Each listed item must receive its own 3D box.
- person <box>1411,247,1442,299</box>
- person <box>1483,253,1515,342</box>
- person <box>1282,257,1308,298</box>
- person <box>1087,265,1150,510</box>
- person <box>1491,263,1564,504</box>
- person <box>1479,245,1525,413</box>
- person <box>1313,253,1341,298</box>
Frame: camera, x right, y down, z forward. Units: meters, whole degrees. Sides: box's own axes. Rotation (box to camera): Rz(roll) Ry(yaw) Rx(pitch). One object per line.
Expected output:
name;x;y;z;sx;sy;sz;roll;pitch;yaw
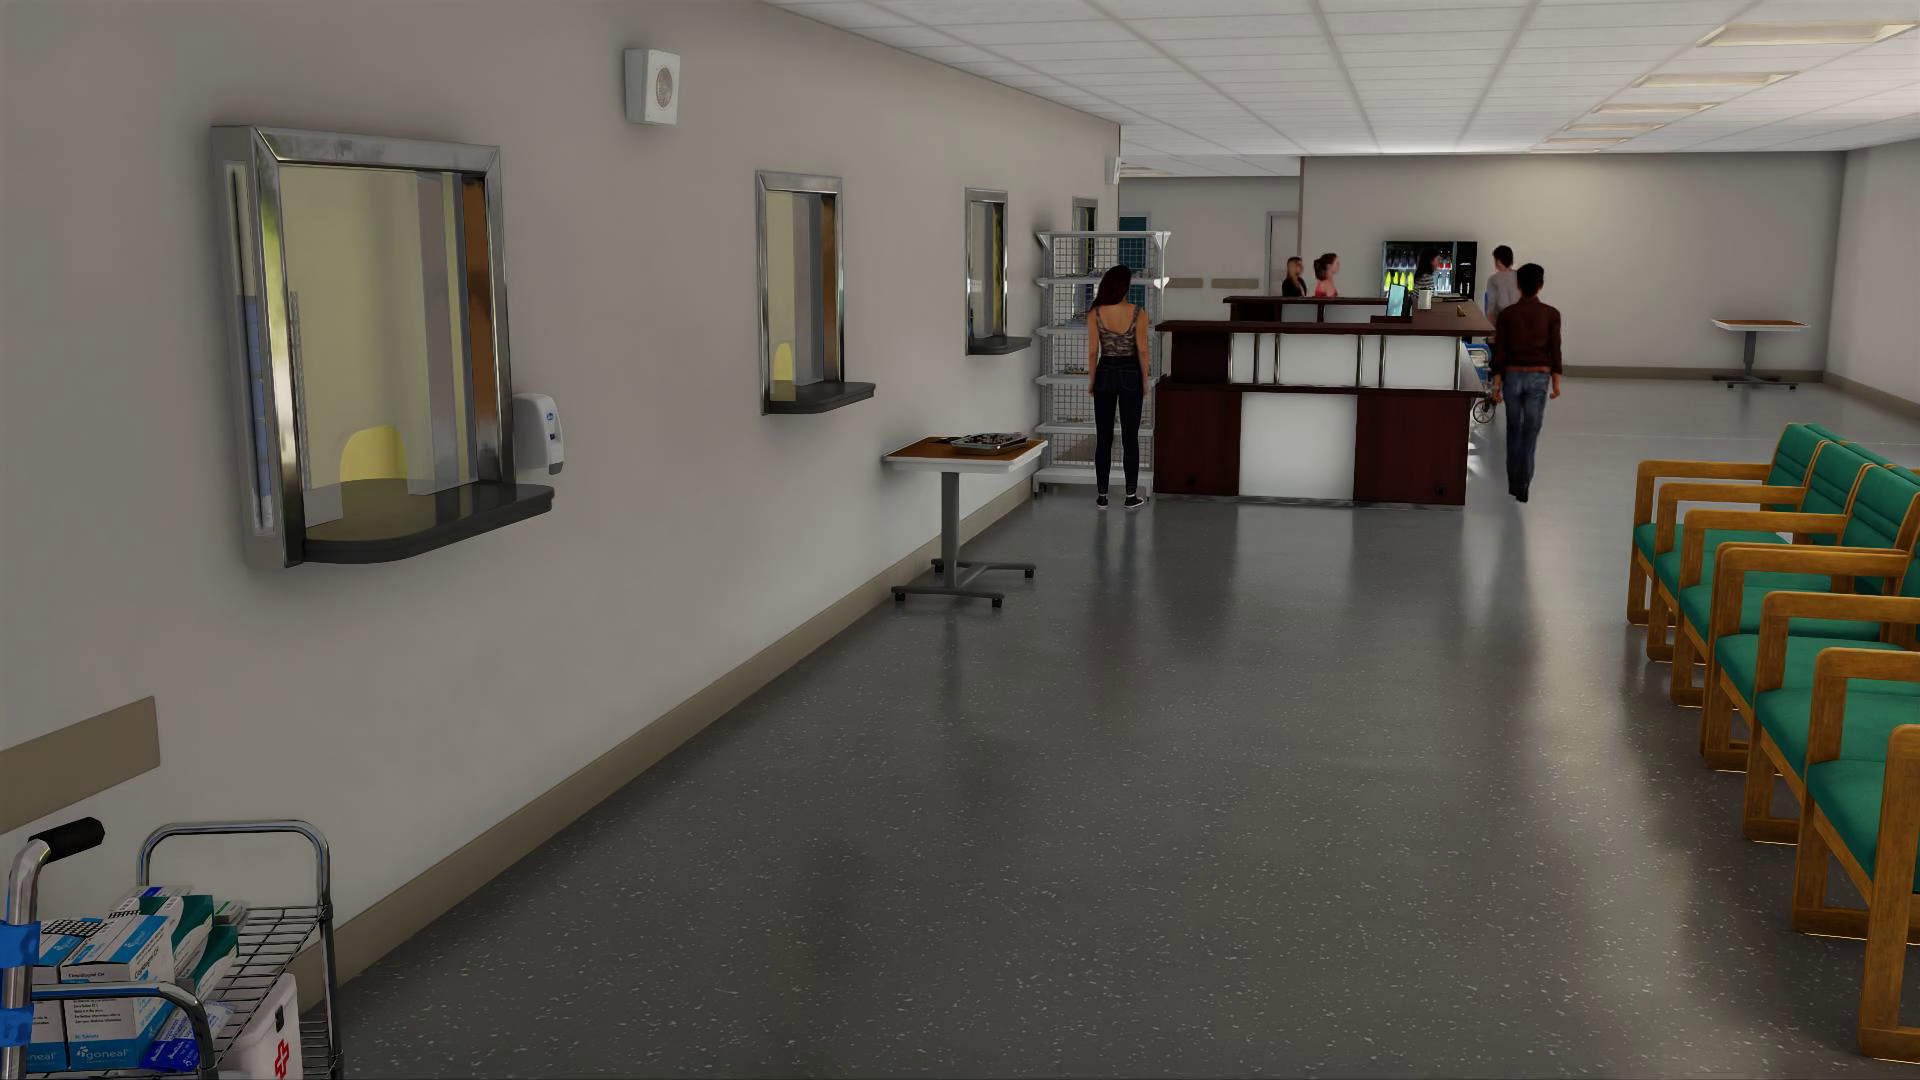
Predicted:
person;5.262;-2.451;19.374;0.983;1.680;0.746;0;11;-1
person;6.329;-2.458;19.301;1.045;1.738;0.909;0;11;-2
person;4.029;-2.666;20.611;0.762;1.658;0.730;10;14;41
person;1.160;-1.125;12.191;0.467;1.770;0.669;2;11;13
person;4.161;-1.110;12.189;1.109;1.741;0.788;4;11;21
person;6.035;-2.289;18.239;1.190;1.801;1.057;0;11;-1
person;3.960;-2.286;18.399;0.744;1.737;0.687;-1;11;-7
